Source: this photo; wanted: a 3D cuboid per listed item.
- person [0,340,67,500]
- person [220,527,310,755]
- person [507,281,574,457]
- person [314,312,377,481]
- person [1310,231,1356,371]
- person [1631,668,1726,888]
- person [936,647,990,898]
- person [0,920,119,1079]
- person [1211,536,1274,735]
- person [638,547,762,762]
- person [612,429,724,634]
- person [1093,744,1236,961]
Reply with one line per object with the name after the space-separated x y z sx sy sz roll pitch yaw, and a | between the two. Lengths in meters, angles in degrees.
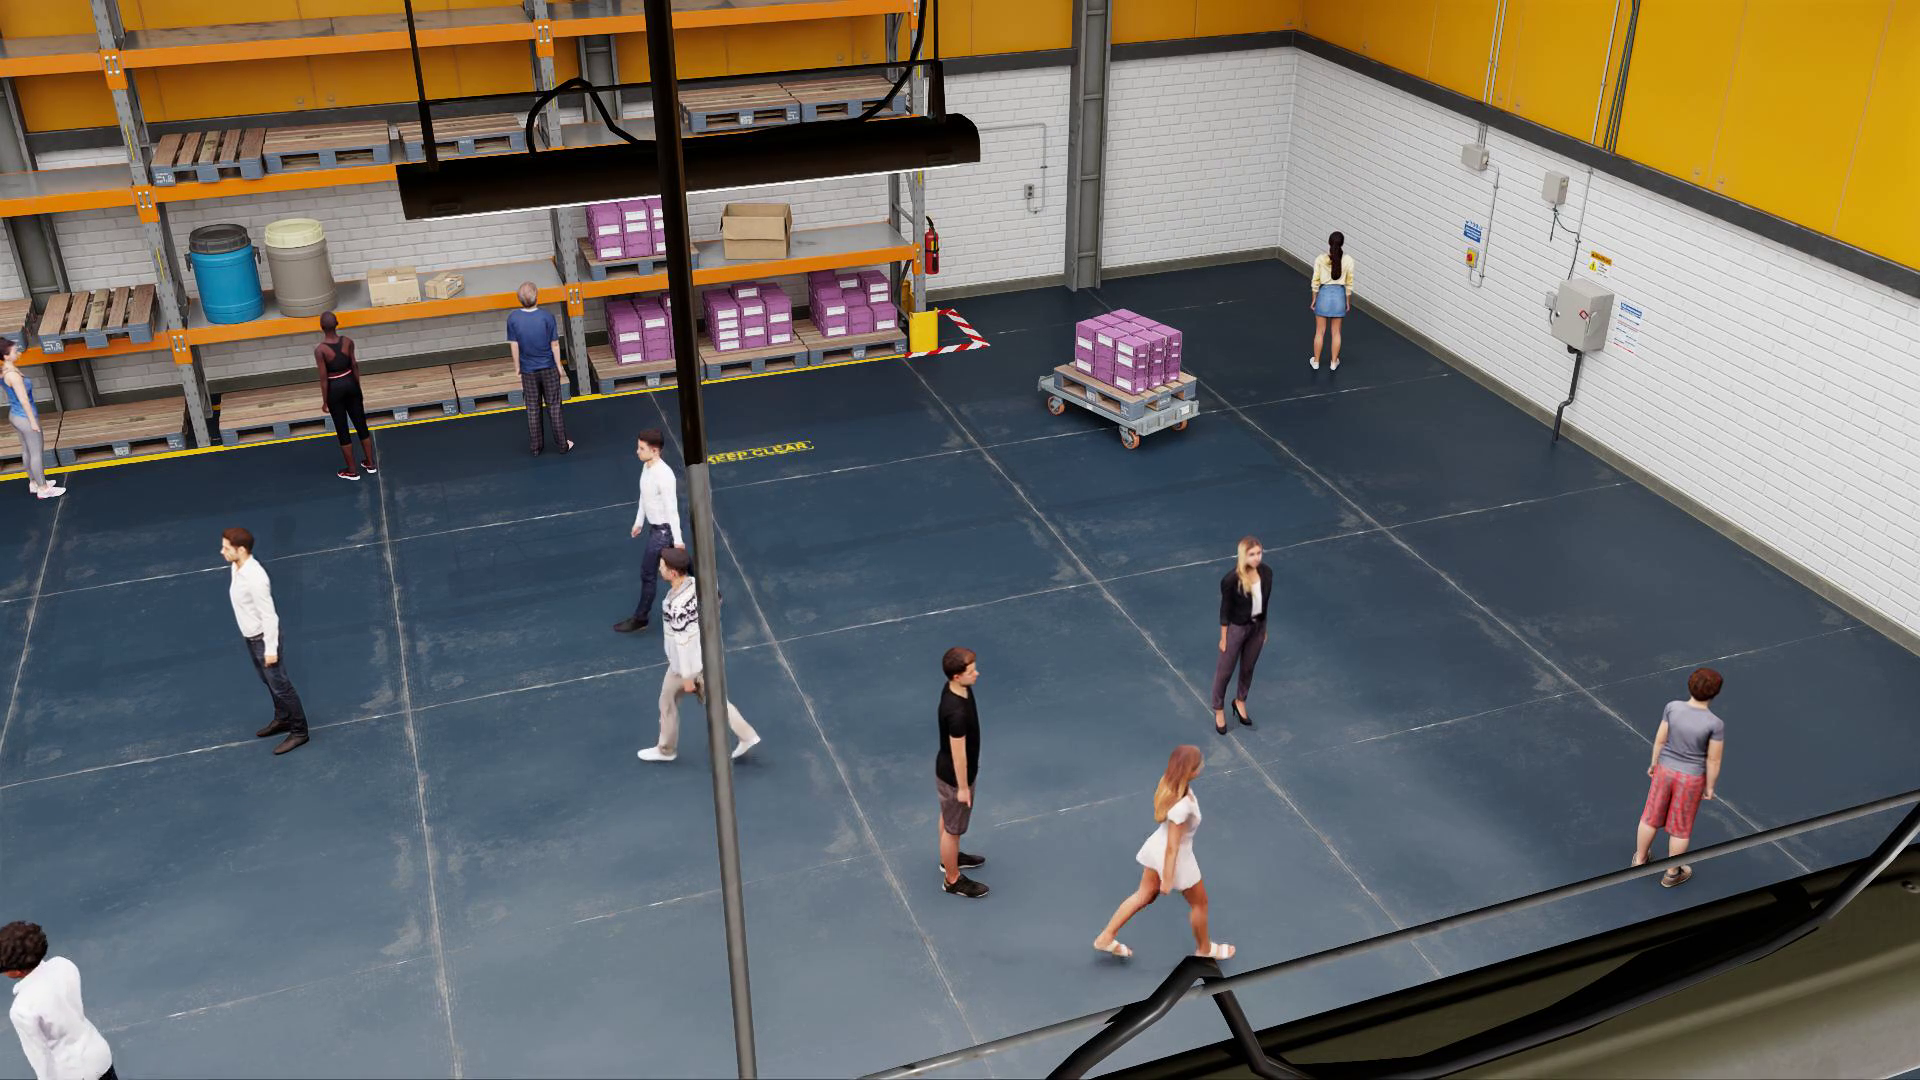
-9.140 -1.189 16.257 0.645 1.609 0.642 -25 37 -38 | person
-5.225 0.730 12.467 0.667 1.870 0.730 -22 36 -35 | person
-4.306 -1.753 17.017 0.571 1.872 0.770 -3 29 -5 | person
-6.144 -1.449 16.579 0.730 1.757 0.622 24 37 36 | person
4.258 -2.750 19.096 0.662 1.632 0.784 4 29 7 | person
4.819 1.580 11.138 0.670 1.650 0.668 24 36 36 | person
-0.026 1.506 11.054 0.720 1.861 0.752 0 29 0 | person
-4.623 2.776 8.832 1.186 1.759 0.995 4 29 7 | person
2.152 0.710 12.711 0.481 1.672 0.661 -12 31 -21 | person
-1.915 0.880 12.227 1.285 1.836 1.113 7 29 12 | person
-2.406 -0.111 14.056 1.193 1.825 0.605 -10 30 -18 | person
1.222 1.997 10.381 1.197 1.644 0.790 -2 29 -4 | person
